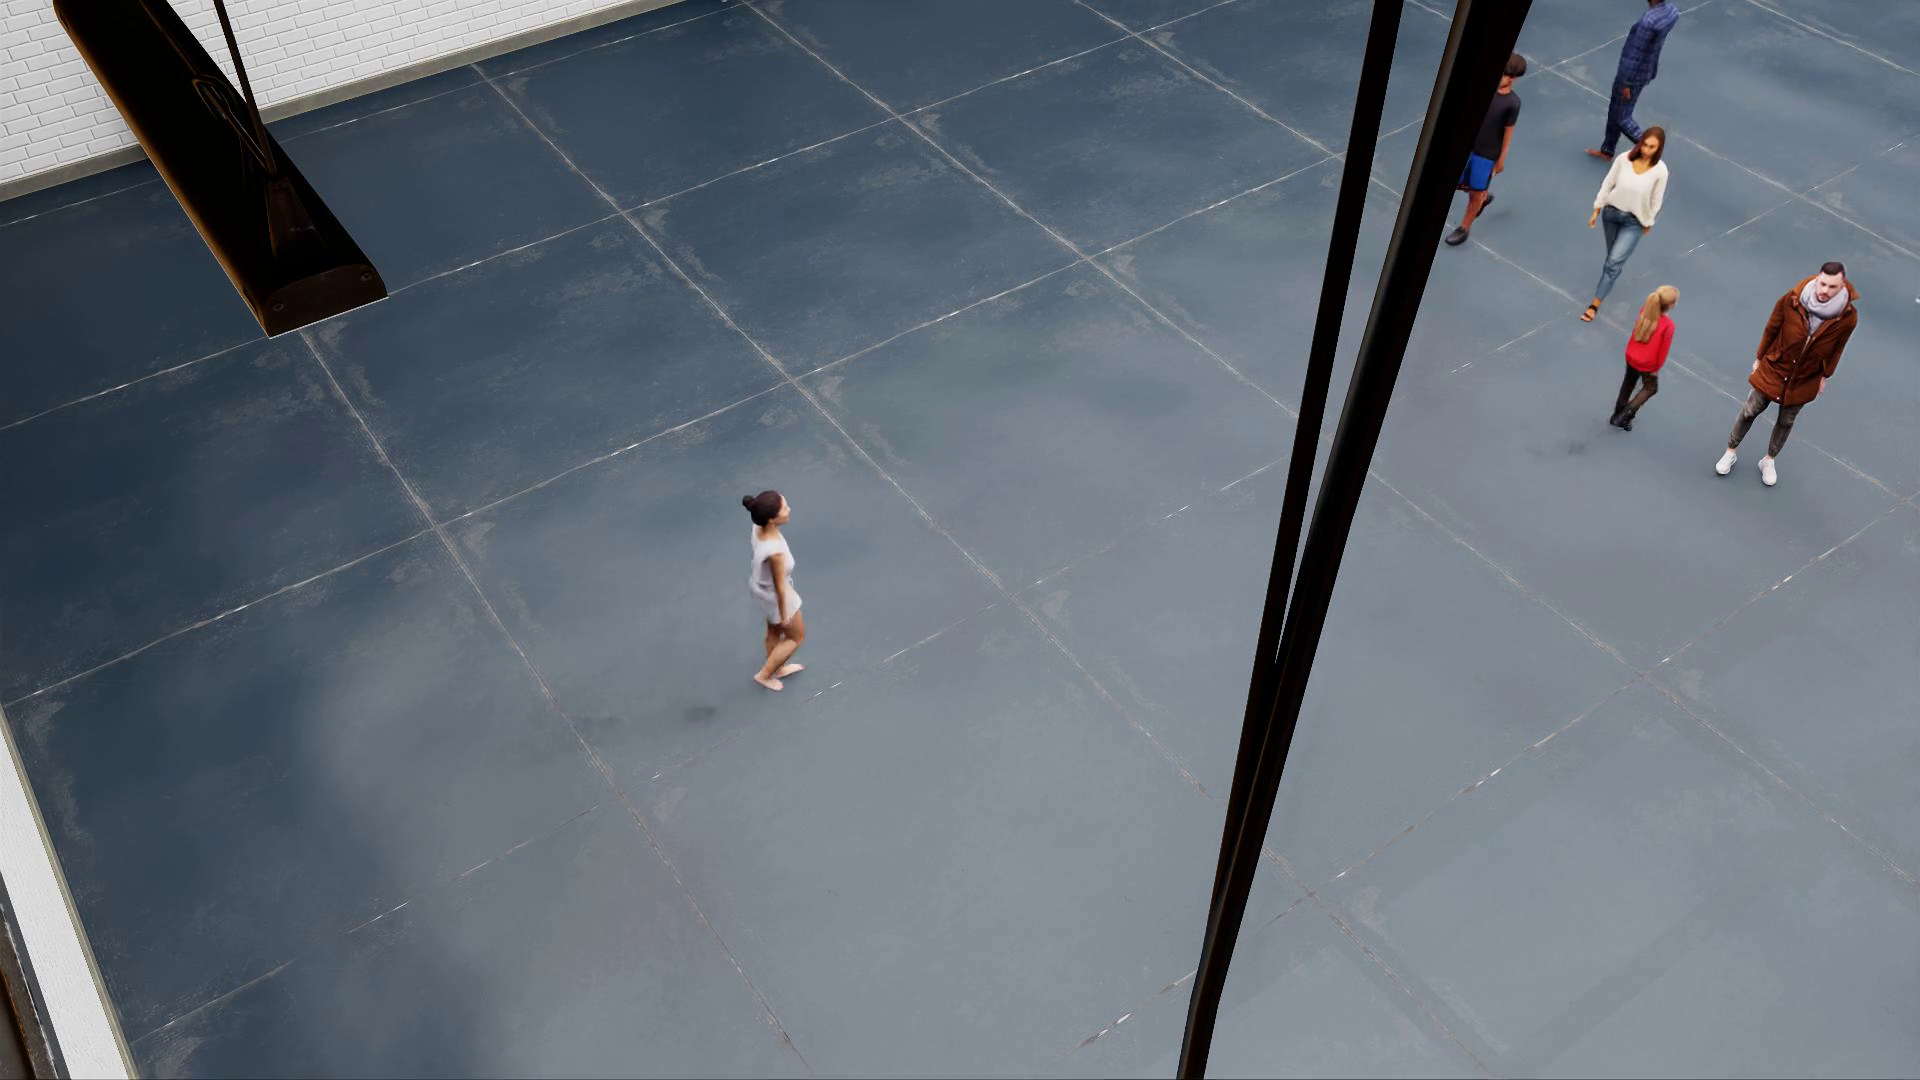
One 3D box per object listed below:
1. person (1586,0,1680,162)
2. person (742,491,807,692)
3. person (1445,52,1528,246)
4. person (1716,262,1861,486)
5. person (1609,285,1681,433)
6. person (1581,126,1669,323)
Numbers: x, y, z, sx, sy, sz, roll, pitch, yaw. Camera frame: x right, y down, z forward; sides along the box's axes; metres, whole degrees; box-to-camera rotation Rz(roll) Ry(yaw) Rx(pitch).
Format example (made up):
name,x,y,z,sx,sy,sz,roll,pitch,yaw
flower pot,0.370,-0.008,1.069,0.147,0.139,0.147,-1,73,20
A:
name,x,y,z,sx,sy,sz,roll,pitch,yaw
person,6.190,-4.182,15.053,0.924,1.802,0.830,-33,53,-30
person,-1.240,0.342,10.445,0.655,1.608,0.603,-16,46,-16
person,4.536,-3.374,14.218,0.831,1.784,0.589,-25,49,-24
person,5.936,-1.208,11.905,0.844,1.838,0.885,15,46,15
person,5.077,-1.344,12.456,0.567,1.274,0.508,-21,47,-21
person,5.451,-2.659,13.574,0.762,1.637,1.108,32,52,29
